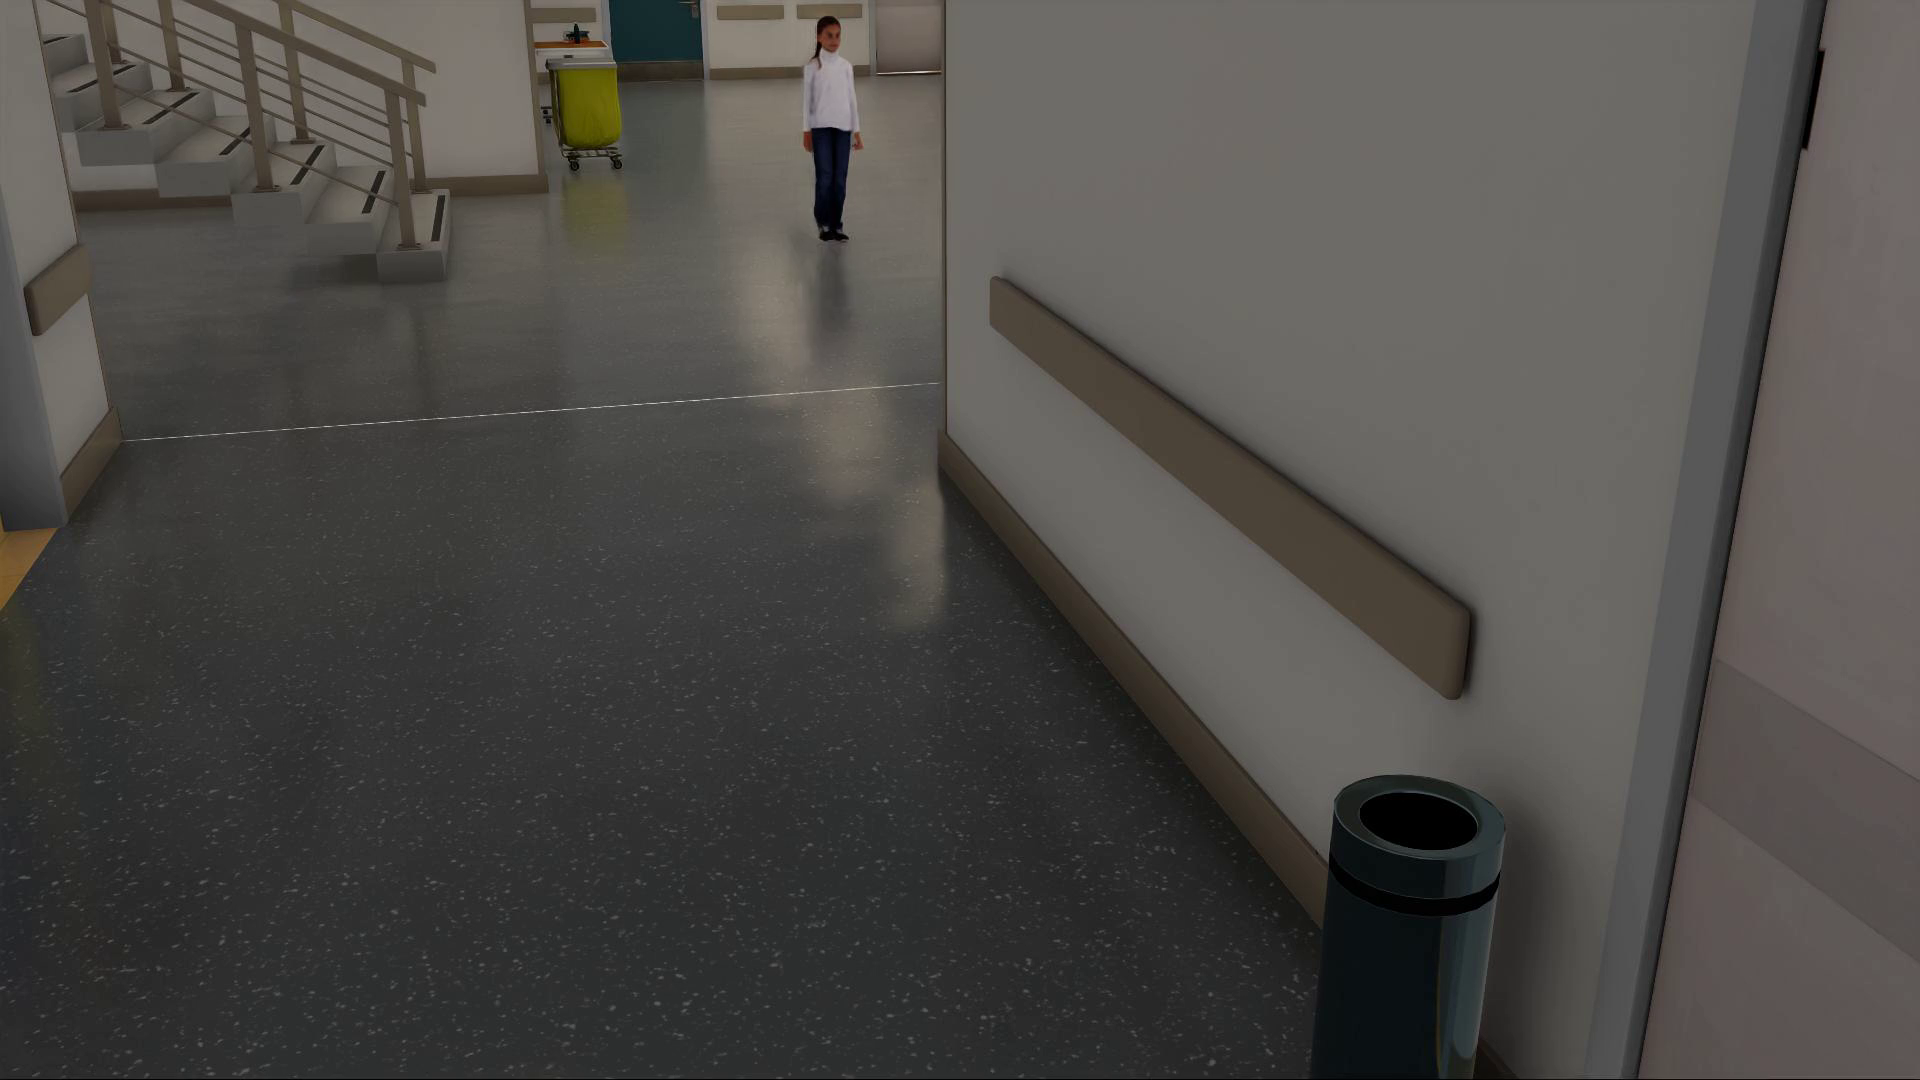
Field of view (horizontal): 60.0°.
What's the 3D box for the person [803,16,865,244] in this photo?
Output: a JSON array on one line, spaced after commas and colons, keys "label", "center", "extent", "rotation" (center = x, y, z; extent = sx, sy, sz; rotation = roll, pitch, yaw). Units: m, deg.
[{"label": "person", "center": [-0.924, -2.871, 11.684], "extent": [0.551, 1.546, 0.631], "rotation": [-9, 22, -22]}]
